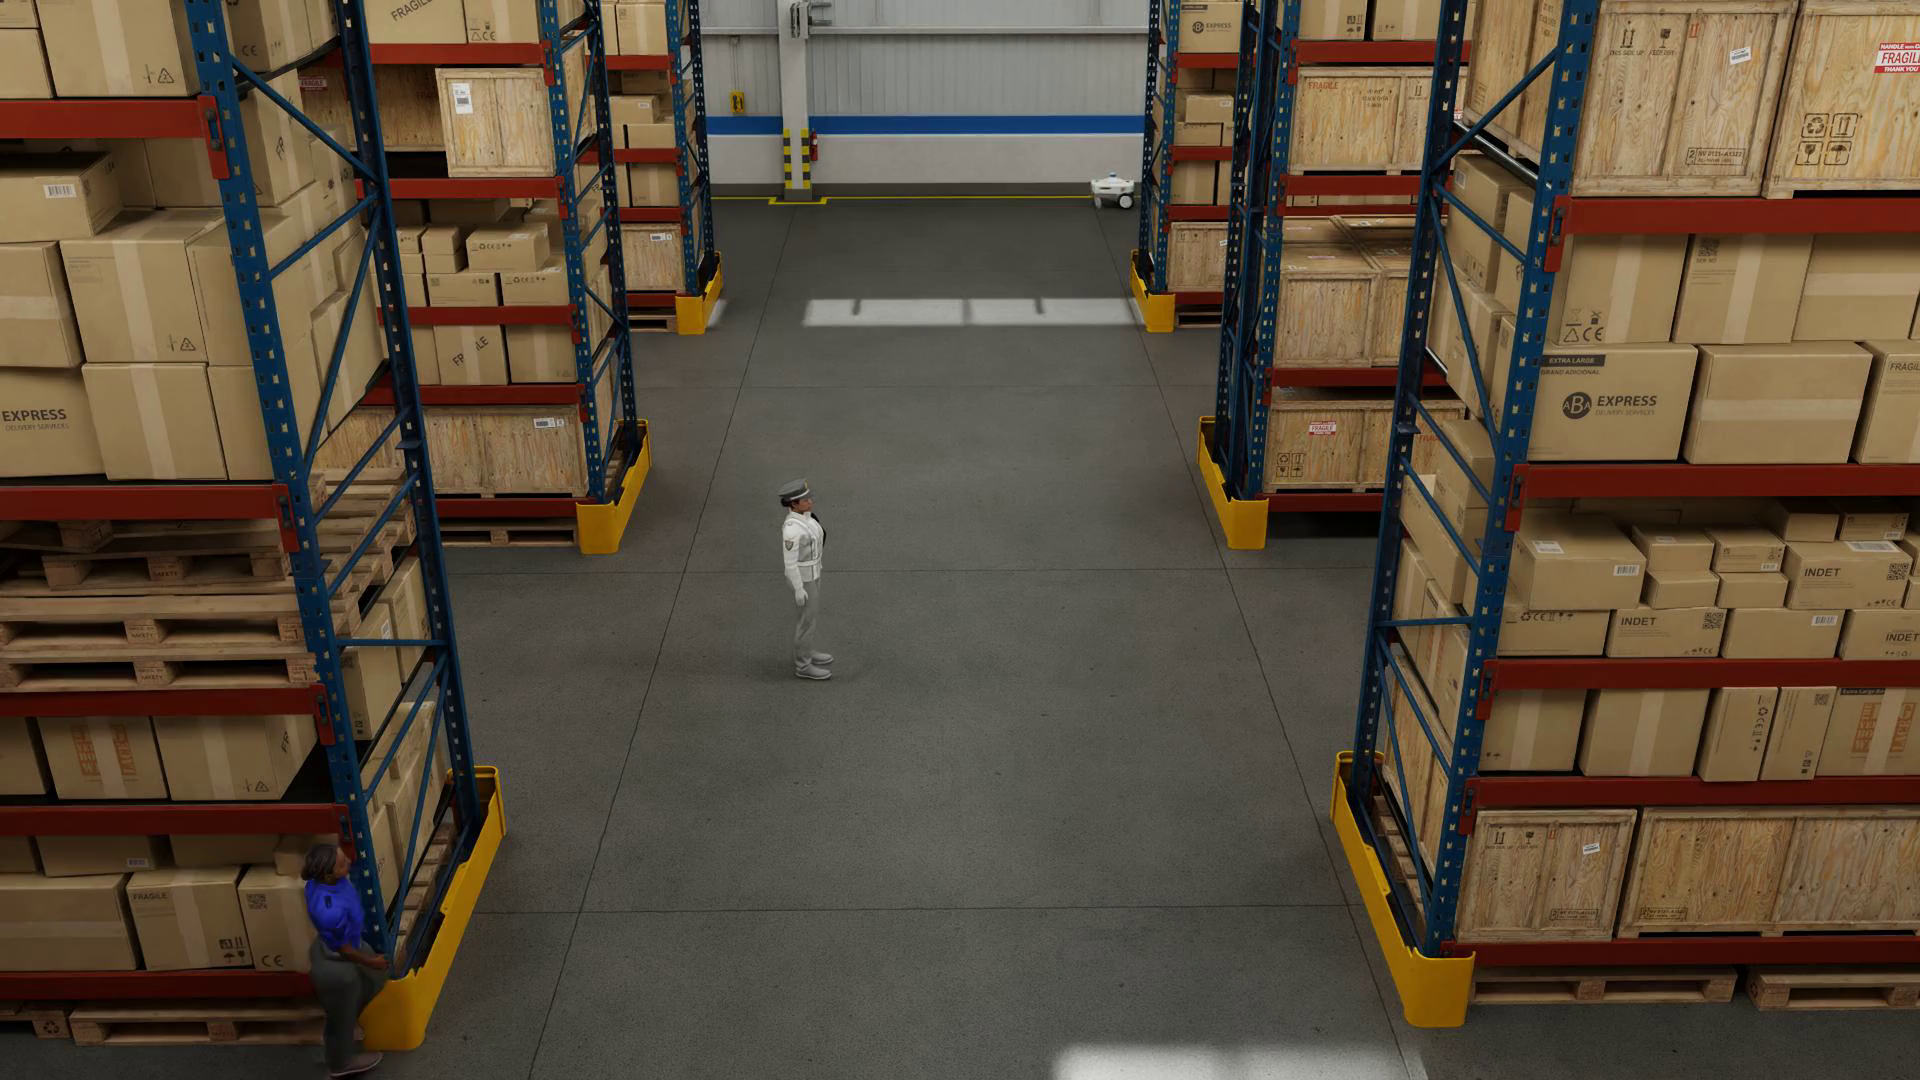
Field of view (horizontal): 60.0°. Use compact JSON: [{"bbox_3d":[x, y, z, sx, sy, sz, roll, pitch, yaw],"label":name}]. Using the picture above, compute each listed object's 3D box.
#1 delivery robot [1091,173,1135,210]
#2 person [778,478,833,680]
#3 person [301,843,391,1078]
[{"bbox_3d":[2.599,-5.835,27.943,0.728,0.535,0.667,2,25,4],"label":"delivery robot"},{"bbox_3d":[-1.237,0.297,13.332,0.378,1.690,0.465,1,25,2],"label":"person"},{"bbox_3d":[-3.362,2.281,9.109,0.442,1.642,0.592,-10,27,-21],"label":"person"}]
